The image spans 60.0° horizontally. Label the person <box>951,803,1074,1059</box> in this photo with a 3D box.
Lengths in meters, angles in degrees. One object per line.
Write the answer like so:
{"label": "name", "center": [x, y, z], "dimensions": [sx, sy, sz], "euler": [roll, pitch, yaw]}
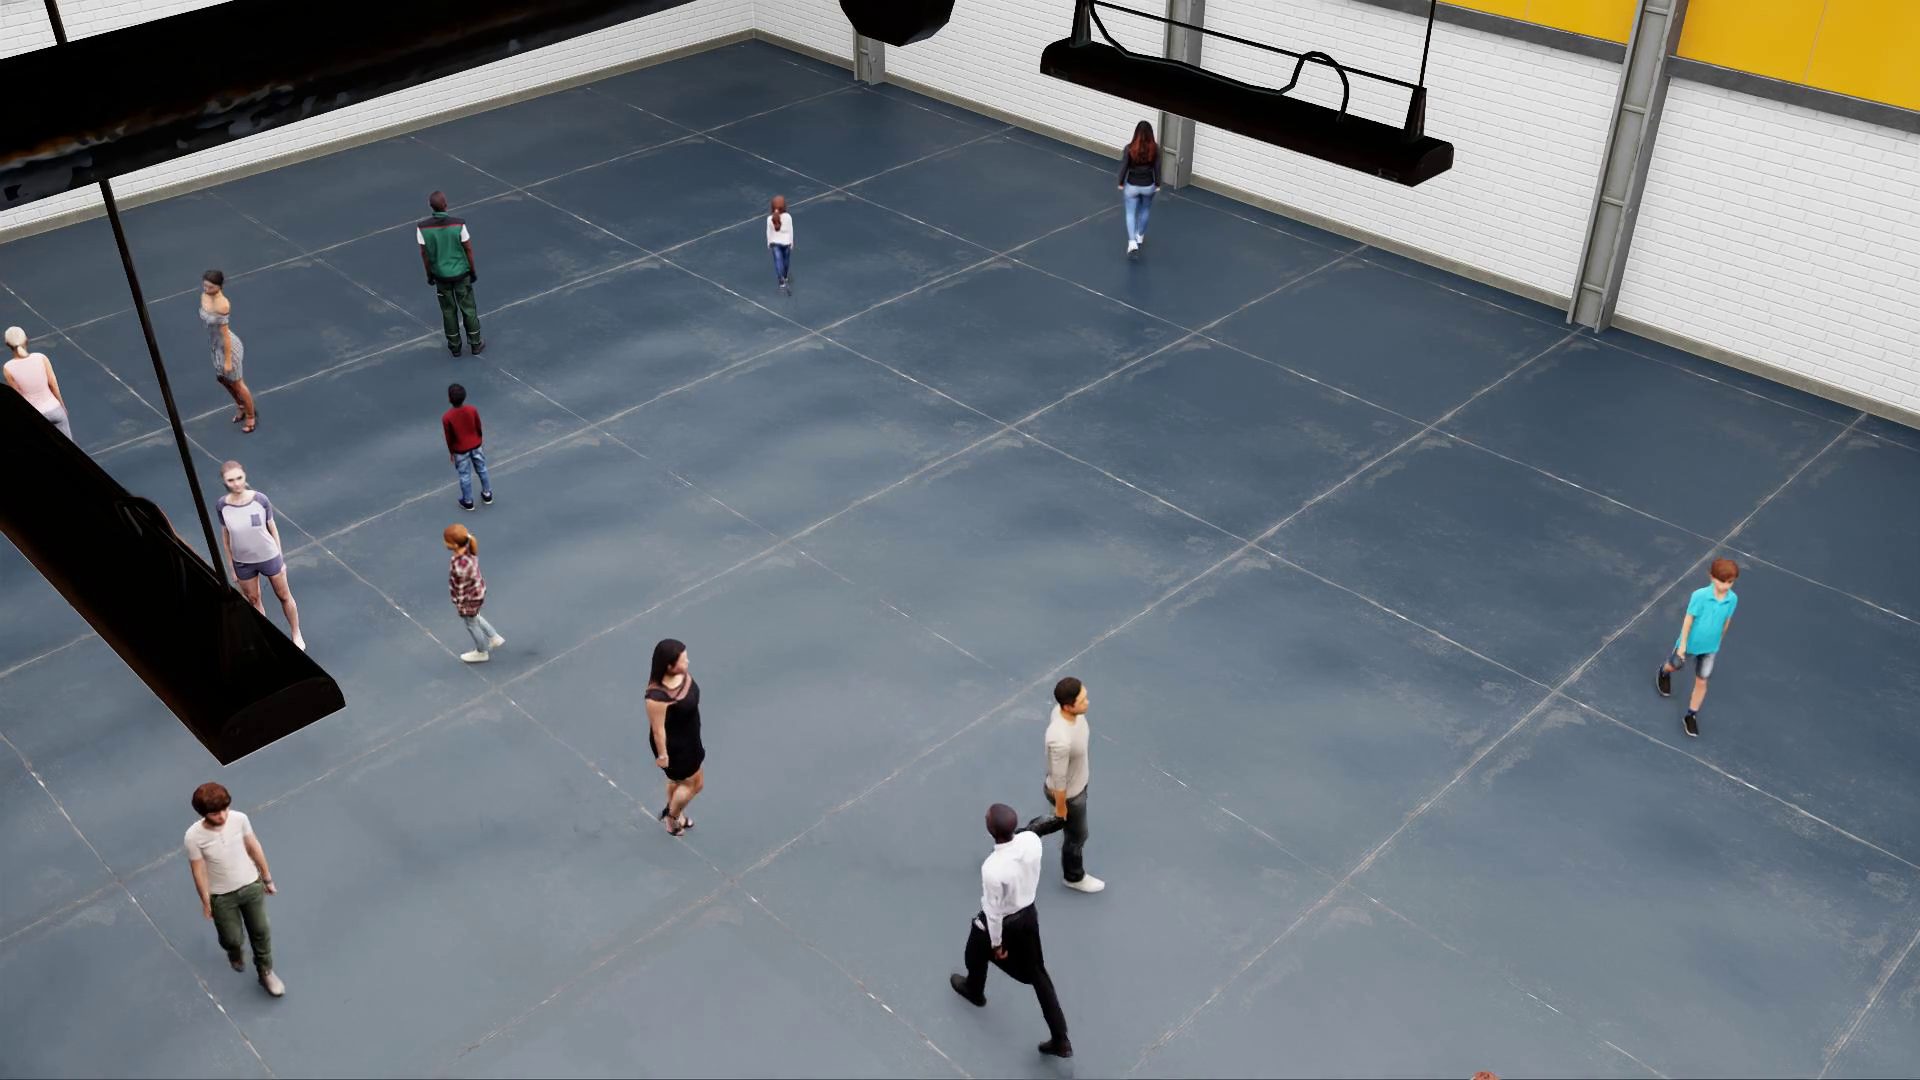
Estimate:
{"label": "person", "center": [0.367, 2.345, 9.919], "dimensions": [0.703, 1.792, 1.269], "euler": [-25, 41, -33]}

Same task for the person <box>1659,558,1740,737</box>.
{"label": "person", "center": [5.613, 0.724, 12.688], "dimensions": [0.944, 1.426, 0.938], "euler": [4, 34, 7]}

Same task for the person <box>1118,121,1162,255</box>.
{"label": "person", "center": [2.157, -4.202, 19.937], "dimensions": [1.029, 1.606, 1.108], "euler": [-2, 34, -3]}

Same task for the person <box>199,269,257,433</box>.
{"label": "person", "center": [-7.127, -1.842, 16.218], "dimensions": [0.757, 1.792, 0.480], "euler": [-21, 39, -28]}

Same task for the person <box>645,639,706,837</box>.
{"label": "person", "center": [-2.046, 1.378, 11.456], "dimensions": [0.819, 1.702, 0.765], "euler": [1, 34, 1]}

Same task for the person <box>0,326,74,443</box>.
{"label": "person", "center": [-8.418, -1.162, 15.257], "dimensions": [0.572, 1.724, 0.522], "euler": [-25, 41, -32]}

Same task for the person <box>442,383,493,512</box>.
{"label": "person", "center": [-4.520, -0.862, 15.230], "dimensions": [0.501, 1.254, 0.494], "euler": [-26, 41, -33]}

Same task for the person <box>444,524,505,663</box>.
{"label": "person", "center": [-3.850, 0.426, 13.250], "dimensions": [0.727, 1.300, 0.667], "euler": [0, 34, 0]}

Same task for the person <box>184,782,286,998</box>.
{"label": "person", "center": [-4.552, 2.138, 10.359], "dimensions": [0.602, 1.649, 0.778], "euler": [-26, 42, -34]}

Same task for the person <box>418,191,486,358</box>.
{"label": "person", "center": [-5.398, -2.826, 17.656], "dimensions": [0.785, 1.840, 0.804], "euler": [-6, 34, -10]}

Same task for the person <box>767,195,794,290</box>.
{"label": "person", "center": [-2.073, -3.438, 19.252], "dimensions": [0.697, 1.092, 0.828], "euler": [-7, 34, -10]}

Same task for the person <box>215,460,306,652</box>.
{"label": "person", "center": [-5.603, 0.138, 13.261], "dimensions": [0.678, 1.769, 0.713], "euler": [-7, 34, -10]}

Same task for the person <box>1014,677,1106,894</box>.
{"label": "person", "center": [0.625, 1.606, 11.028], "dimensions": [1.081, 1.795, 0.966], "euler": [6, 34, 9]}
